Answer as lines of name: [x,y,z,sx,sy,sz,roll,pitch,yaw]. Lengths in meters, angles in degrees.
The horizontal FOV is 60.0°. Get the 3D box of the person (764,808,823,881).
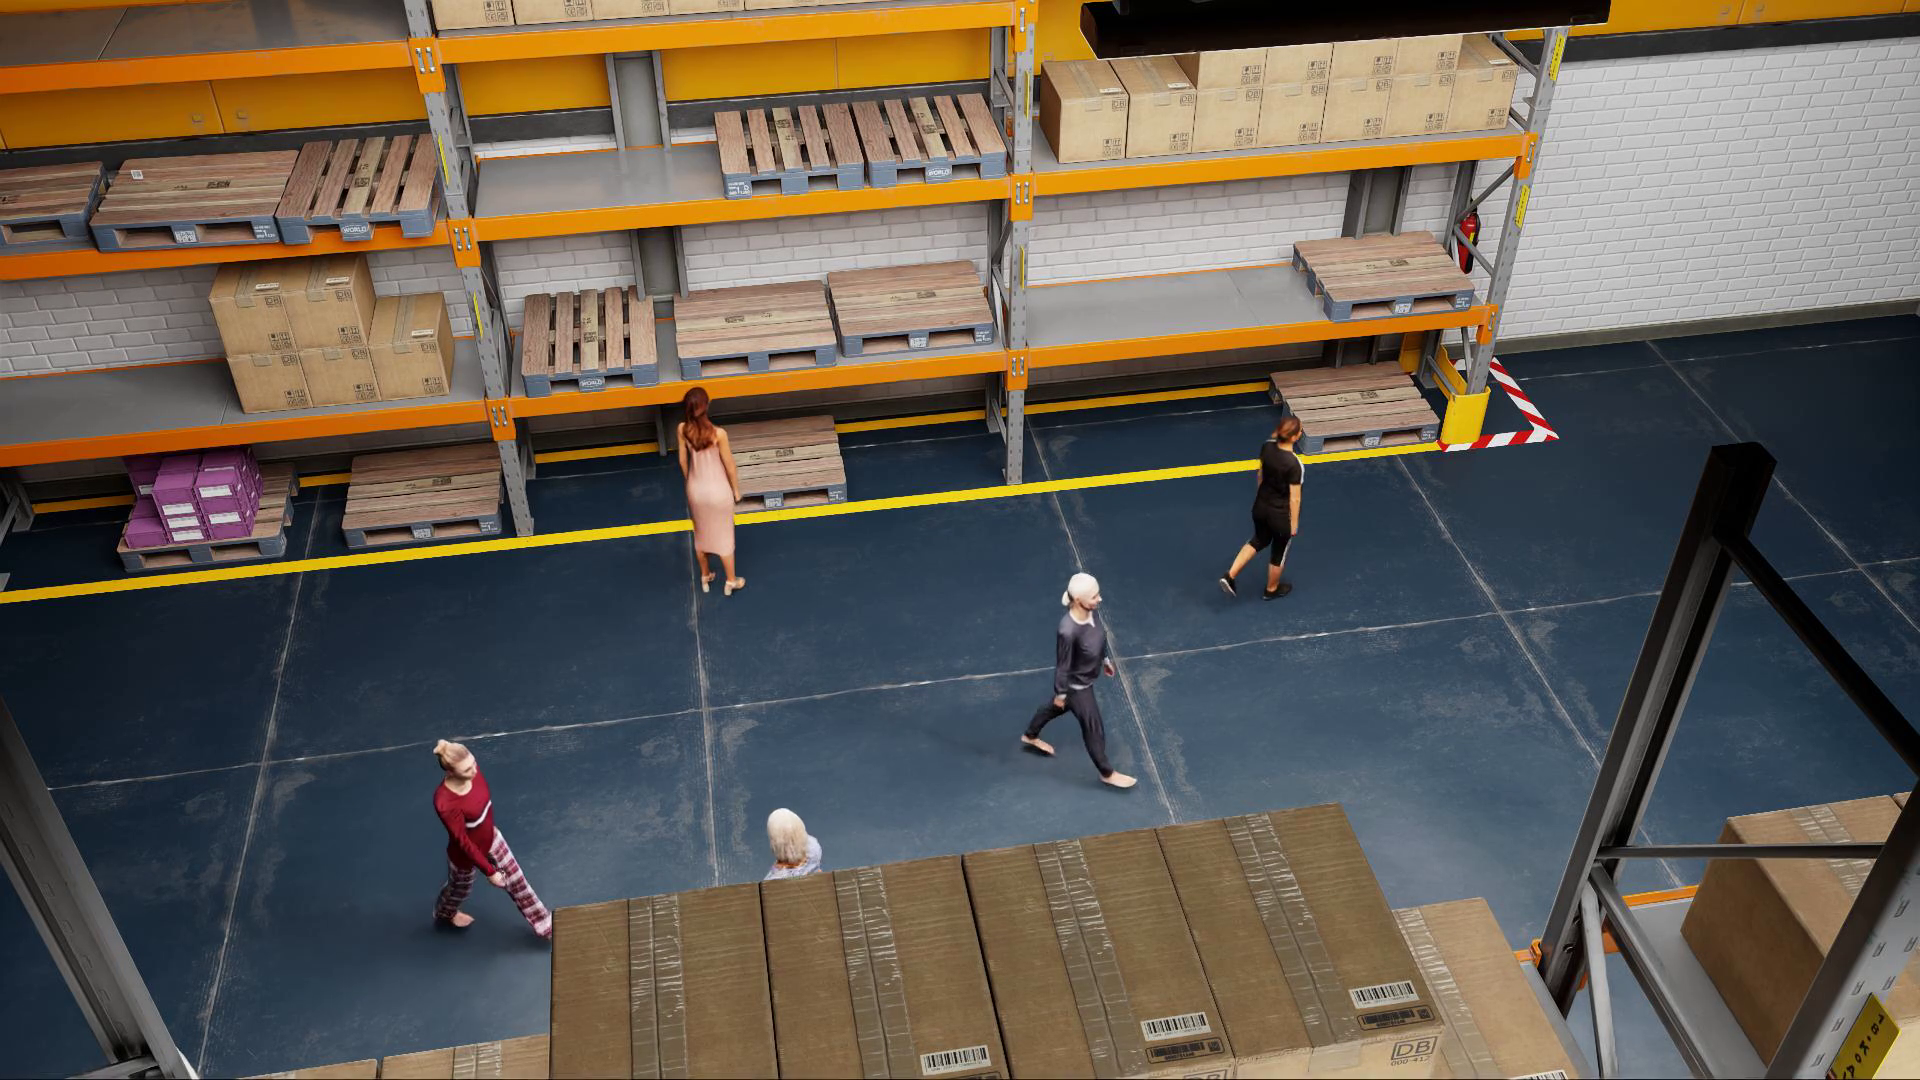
person: [-0.824,2.147,9.221,0.779,1.712,0.723,15,41,18]

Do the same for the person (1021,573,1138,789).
person: [0.692,0.858,10.853,1.172,1.689,0.965,13,40,16]

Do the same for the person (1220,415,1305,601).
person: [2.251,-0.189,12.192,0.952,1.655,0.771,-20,43,-23]

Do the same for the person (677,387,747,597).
person: [-1.850,-0.350,12.252,0.590,1.832,0.712,11,40,13]

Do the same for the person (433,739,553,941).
person: [-2.915,1.788,9.723,1.221,1.647,0.976,11,40,14]
